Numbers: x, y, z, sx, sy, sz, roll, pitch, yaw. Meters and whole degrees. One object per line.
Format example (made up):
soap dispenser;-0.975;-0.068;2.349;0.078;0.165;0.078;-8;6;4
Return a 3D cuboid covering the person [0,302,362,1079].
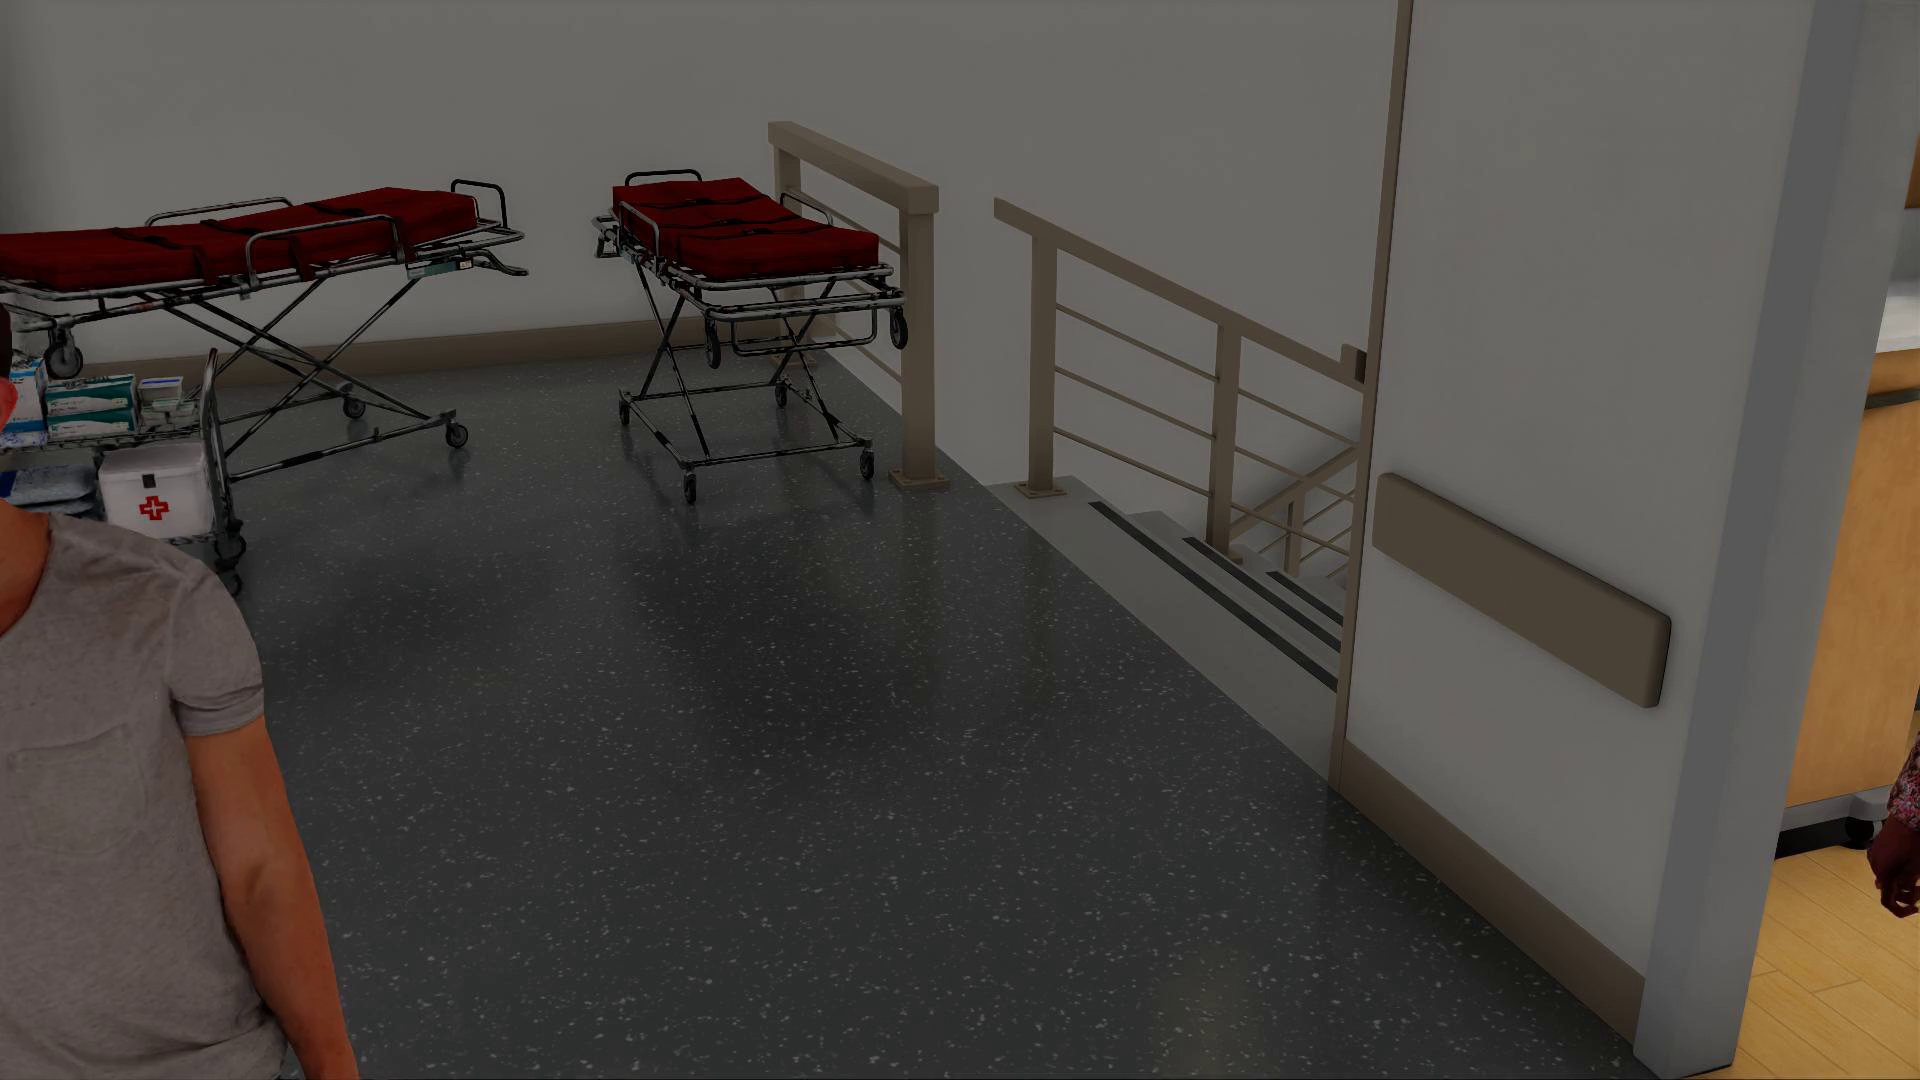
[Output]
person;-0.914;0.577;1.841;0.763;1.880;0.715;-3;21;-8
